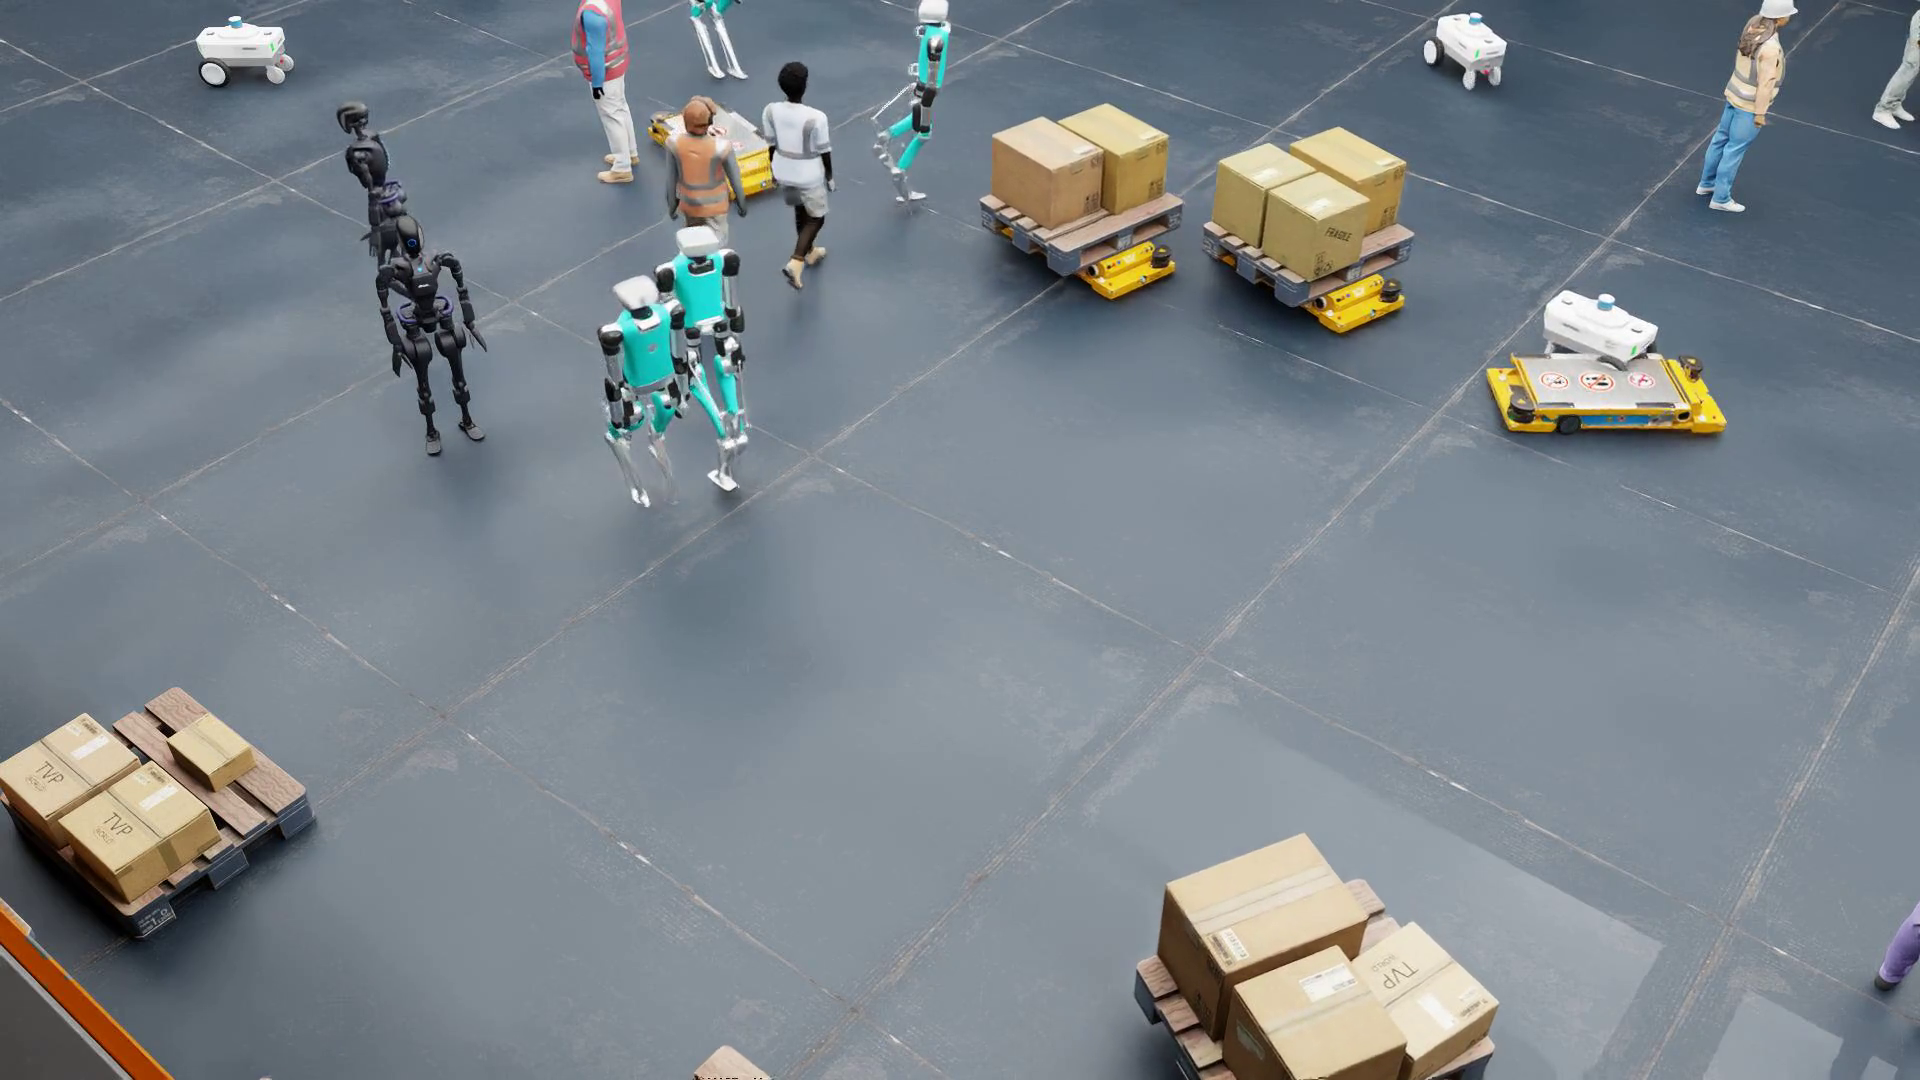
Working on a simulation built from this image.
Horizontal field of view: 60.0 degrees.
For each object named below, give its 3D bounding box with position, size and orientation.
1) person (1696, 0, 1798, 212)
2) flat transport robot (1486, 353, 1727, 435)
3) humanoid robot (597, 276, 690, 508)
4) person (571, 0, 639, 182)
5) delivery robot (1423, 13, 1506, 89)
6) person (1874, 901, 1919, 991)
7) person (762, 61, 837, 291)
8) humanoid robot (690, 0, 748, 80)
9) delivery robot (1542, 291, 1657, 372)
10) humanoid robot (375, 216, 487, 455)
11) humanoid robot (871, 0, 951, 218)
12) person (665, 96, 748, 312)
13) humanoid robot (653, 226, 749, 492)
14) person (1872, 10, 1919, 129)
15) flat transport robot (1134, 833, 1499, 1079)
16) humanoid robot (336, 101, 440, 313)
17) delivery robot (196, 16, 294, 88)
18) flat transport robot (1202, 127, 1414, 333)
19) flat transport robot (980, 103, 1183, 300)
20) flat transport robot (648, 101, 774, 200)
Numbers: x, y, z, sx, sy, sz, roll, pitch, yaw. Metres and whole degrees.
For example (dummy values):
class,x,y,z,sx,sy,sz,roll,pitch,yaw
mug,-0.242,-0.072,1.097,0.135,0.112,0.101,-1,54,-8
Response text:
class,x,y,z,sx,sy,sz,roll,pitch,yaw
person,6.119,-3.416,12.968,0.365,1.732,0.487,-2,40,-2
flat transport robot,4.358,-0.990,11.242,1.431,0.231,0.659,0,40,0
humanoid robot,-1.935,-0.867,9.971,0.541,1.799,0.723,-25,47,-27
person,-2.860,-3.768,13.309,0.431,1.836,0.629,0,40,0
delivery robot,4.627,-4.503,15.166,0.499,0.611,0.792,-12,42,-14
person,4.448,1.432,7.173,0.390,1.849,0.564,-22,45,-24
person,-1.194,-2.627,12.078,0.534,1.670,0.682,17,43,19
humanoid robot,-2.219,-4.950,14.733,0.539,1.759,0.684,-25,46,-26
delivery robot,4.439,-1.406,11.521,0.778,0.606,0.515,31,49,32
humanoid robot,-3.329,-1.307,10.517,0.599,1.657,0.315,-20,44,-22
humanoid robot,-0.440,-3.259,12.846,0.752,1.869,0.563,0,40,0
person,-1.777,-2.423,11.889,0.551,1.607,0.762,8,41,9
humanoid robot,-1.448,-0.980,10.120,0.561,1.807,0.774,-22,45,-24
person,8.213,-4.329,14.046,0.488,1.728,0.359,-32,50,-32
flat transport robot,1.516,2.255,7.426,0.659,0.231,1.431,-16,43,-18
humanoid robot,-3.994,-2.293,11.695,0.446,1.630,0.618,-6,41,-7
delivery robot,-6.520,-4.436,15.091,0.808,0.614,0.499,0,40,0
flat transport robot,2.586,-2.035,12.472,0.659,0.231,1.431,-24,46,-26
flat transport robot,0.930,-2.322,12.810,0.659,0.231,1.431,-27,47,-28
flat transport robot,-2.004,-3.292,13.951,0.659,0.231,1.431,-25,46,-26
